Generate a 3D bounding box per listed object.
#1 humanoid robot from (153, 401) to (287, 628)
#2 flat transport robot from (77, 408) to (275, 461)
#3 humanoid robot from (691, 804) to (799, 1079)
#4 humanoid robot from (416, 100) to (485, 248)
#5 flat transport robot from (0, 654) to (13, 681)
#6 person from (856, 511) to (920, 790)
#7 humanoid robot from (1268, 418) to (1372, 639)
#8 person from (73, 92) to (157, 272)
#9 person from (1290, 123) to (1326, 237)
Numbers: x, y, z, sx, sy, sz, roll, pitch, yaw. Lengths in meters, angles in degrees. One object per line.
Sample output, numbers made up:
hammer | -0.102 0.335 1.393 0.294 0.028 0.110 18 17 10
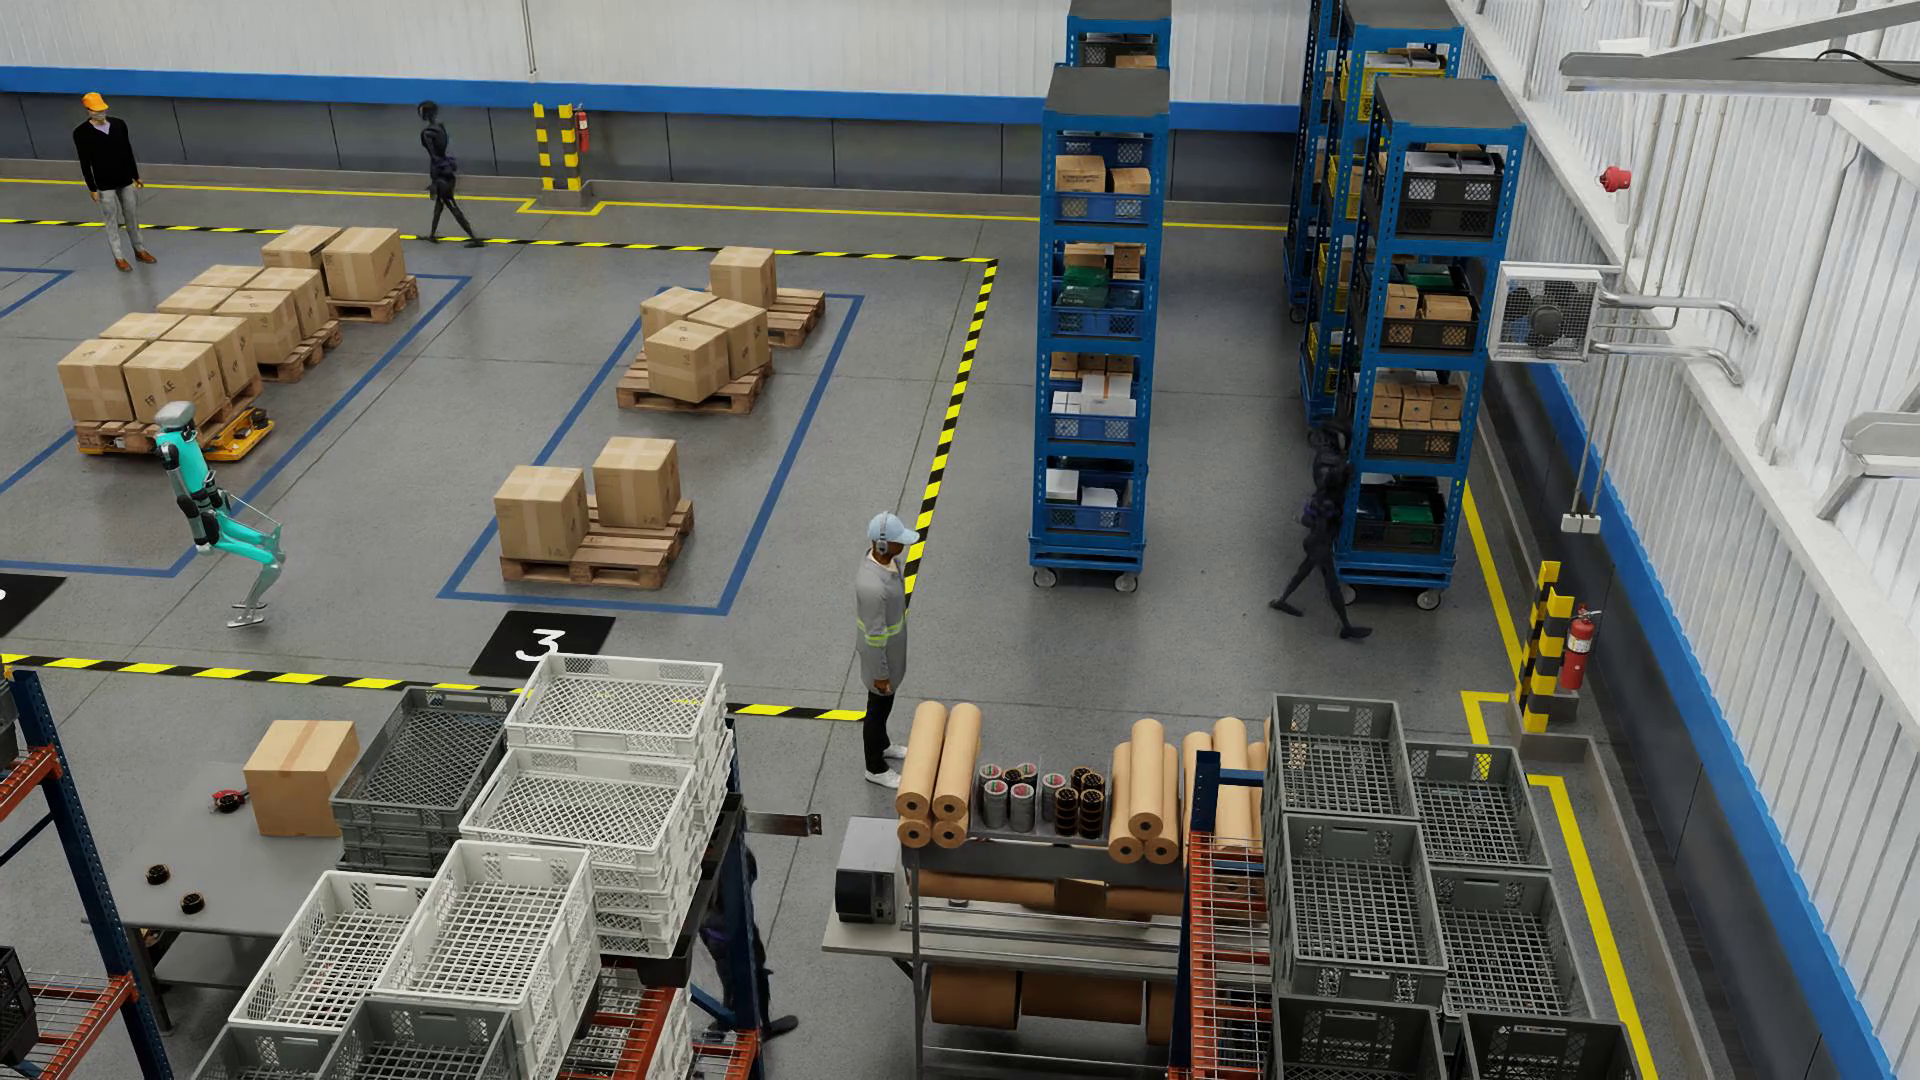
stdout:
humanoid robot | -4.971 -0.179 11.393 0.735 1.672 0.533 -4 30 -7
flat transport robot | -6.728 -0.944 14.268 1.431 0.197 0.652 3 30 6
humanoid robot | -1.140 1.926 8.014 0.761 1.636 0.611 -17 34 -26
humanoid robot | -5.667 -3.963 18.129 0.787 1.628 0.611 -2 30 -3
flat transport robot | -7.142 0.969 11.010 1.431 0.231 0.659 3 30 6
person | -0.424 0.644 9.993 0.394 1.850 0.598 2 30 4
humanoid robot | 2.585 -0.110 11.507 0.797 1.624 0.599 16 34 25
person | -8.938 -3.792 17.581 0.376 1.883 0.590 19 35 29
person | 3.671 -3.769 17.462 0.362 1.963 0.611 8 31 14
